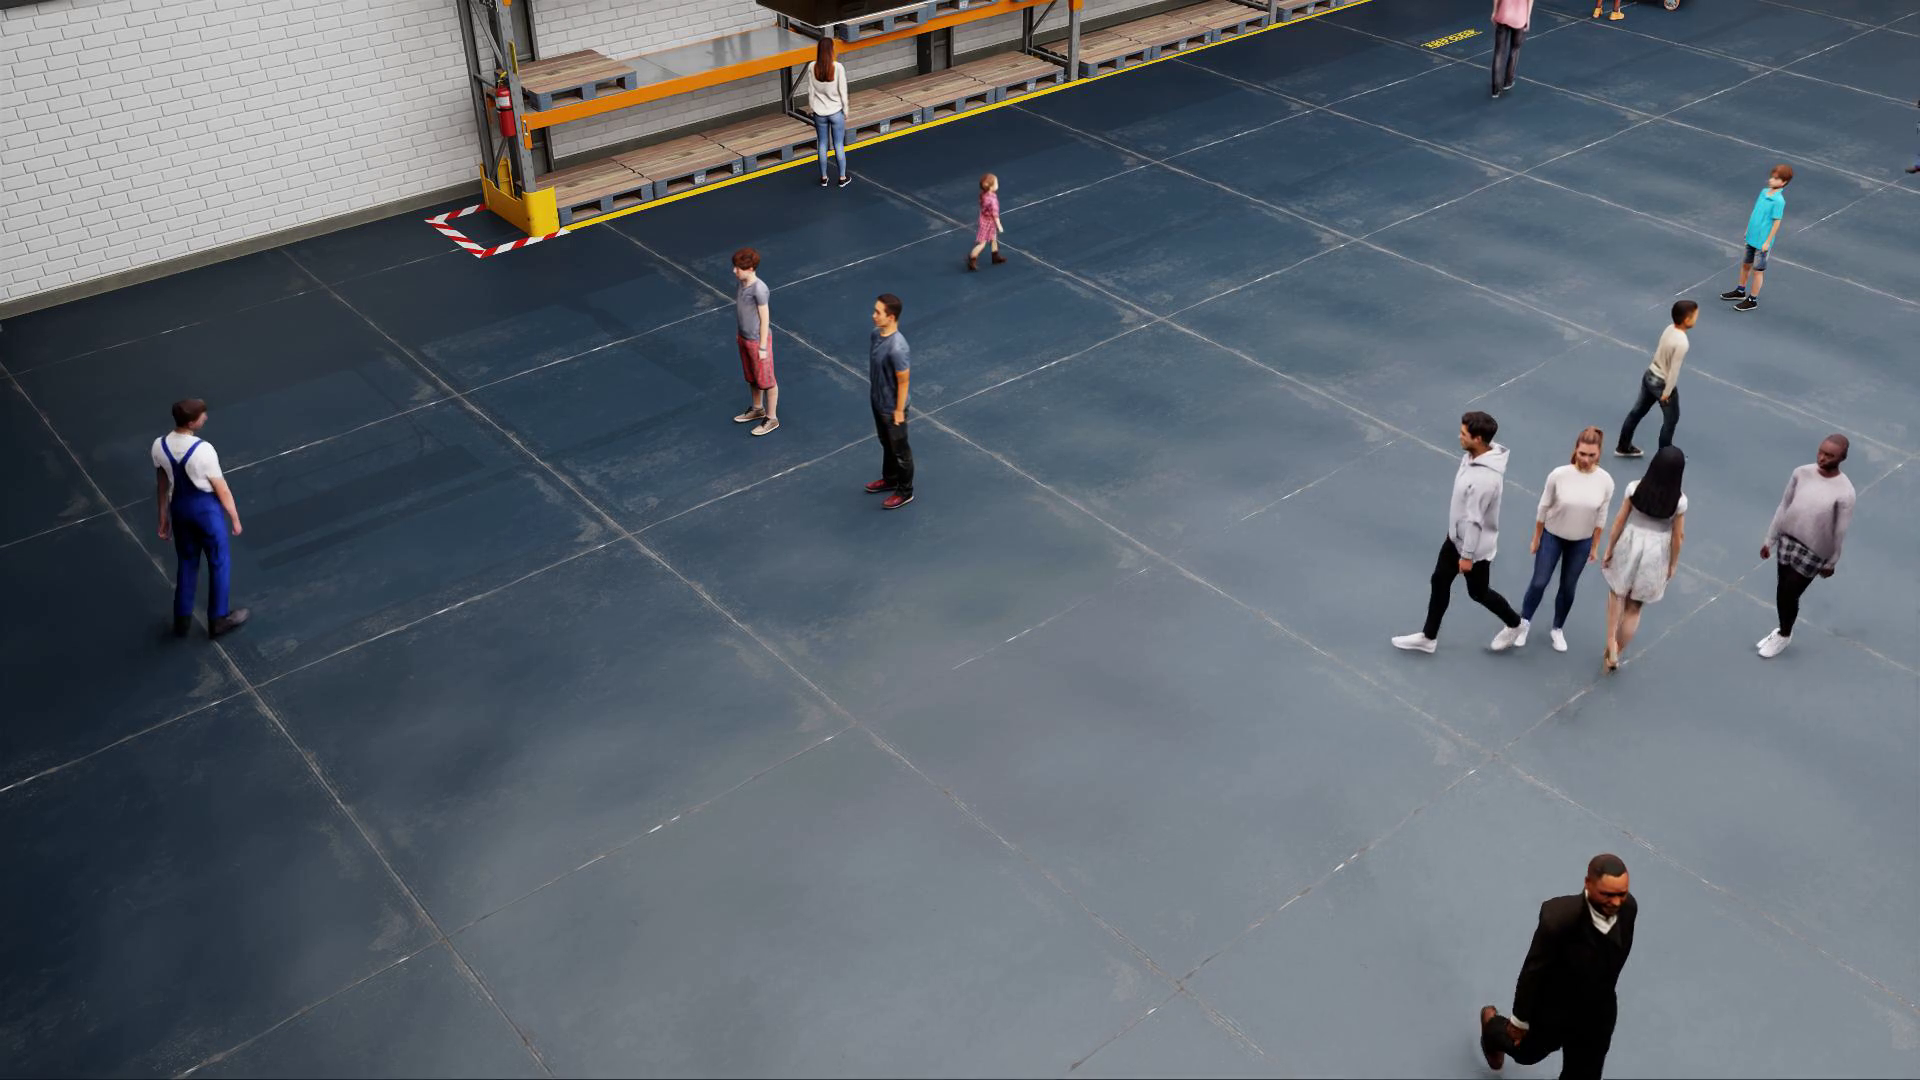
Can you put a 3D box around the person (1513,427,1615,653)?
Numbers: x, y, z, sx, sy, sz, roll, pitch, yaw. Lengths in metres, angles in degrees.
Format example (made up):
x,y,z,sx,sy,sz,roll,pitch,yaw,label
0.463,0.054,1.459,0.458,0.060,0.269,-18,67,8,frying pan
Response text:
x,y,z,sx,sy,sz,roll,pitch,yaw,label
4.186,-0.002,11.503,0.690,1.720,0.718,8,34,11,person

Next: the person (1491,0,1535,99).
x,y,z,sx,sy,sz,roll,pitch,yaw,label
7.032,-6.629,21.273,0.884,1.941,1.004,13,36,18,person

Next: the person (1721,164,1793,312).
x,y,z,sx,sy,sz,roll,pitch,yaw,label
7.809,-2.965,16.206,0.624,1.448,0.600,-5,34,-7,person

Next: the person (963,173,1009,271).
x,y,z,sx,sy,sz,roll,pitch,yaw,label
0.245,-3.249,17.021,0.780,1.018,0.581,-11,35,-16,person

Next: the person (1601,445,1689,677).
x,y,z,sx,sy,sz,roll,pitch,yaw,label
4.531,0.194,11.170,0.726,1.762,0.772,19,38,27,person

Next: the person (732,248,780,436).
x,y,z,sx,sy,sz,roll,pitch,yaw,label
-1.736,-1.711,14.136,0.532,1.651,0.585,-22,40,-30,person

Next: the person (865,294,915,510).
x,y,z,sx,sy,sz,roll,pitch,yaw,label
-0.533,-1.106,13.082,0.641,1.810,0.706,-15,36,-21,person

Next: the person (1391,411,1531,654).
x,y,z,sx,sy,sz,roll,pitch,yaw,label
3.585,0.007,11.340,1.271,1.886,1.178,-1,34,-1,person

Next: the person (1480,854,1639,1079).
x,y,z,sx,sy,sz,roll,pitch,yaw,label
2.903,2.185,8.073,1.243,1.875,1.132,-7,34,-10,person

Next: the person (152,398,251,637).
x,y,z,sx,sy,sz,roll,pitch,yaw,label
-5.369,-0.122,11.607,0.914,1.804,0.961,-3,34,-5,person

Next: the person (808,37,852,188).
x,y,z,sx,sy,sz,roll,pitch,yaw,label
-1.480,-4.837,18.802,0.704,1.691,0.745,6,34,9,person

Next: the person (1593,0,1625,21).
x,y,z,sx,sy,sz,roll,pitch,yaw,label
9.610,-8.504,24.287,0.645,1.728,0.641,25,41,33,person

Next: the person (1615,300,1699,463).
x,y,z,sx,sy,sz,roll,pitch,yaw,label
5.695,-1.288,13.688,0.862,1.444,0.764,-4,34,-6,person

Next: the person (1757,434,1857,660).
x,y,z,sx,sy,sz,roll,pitch,yaw,label
5.867,0.030,11.422,0.697,1.757,0.689,-15,36,-21,person
